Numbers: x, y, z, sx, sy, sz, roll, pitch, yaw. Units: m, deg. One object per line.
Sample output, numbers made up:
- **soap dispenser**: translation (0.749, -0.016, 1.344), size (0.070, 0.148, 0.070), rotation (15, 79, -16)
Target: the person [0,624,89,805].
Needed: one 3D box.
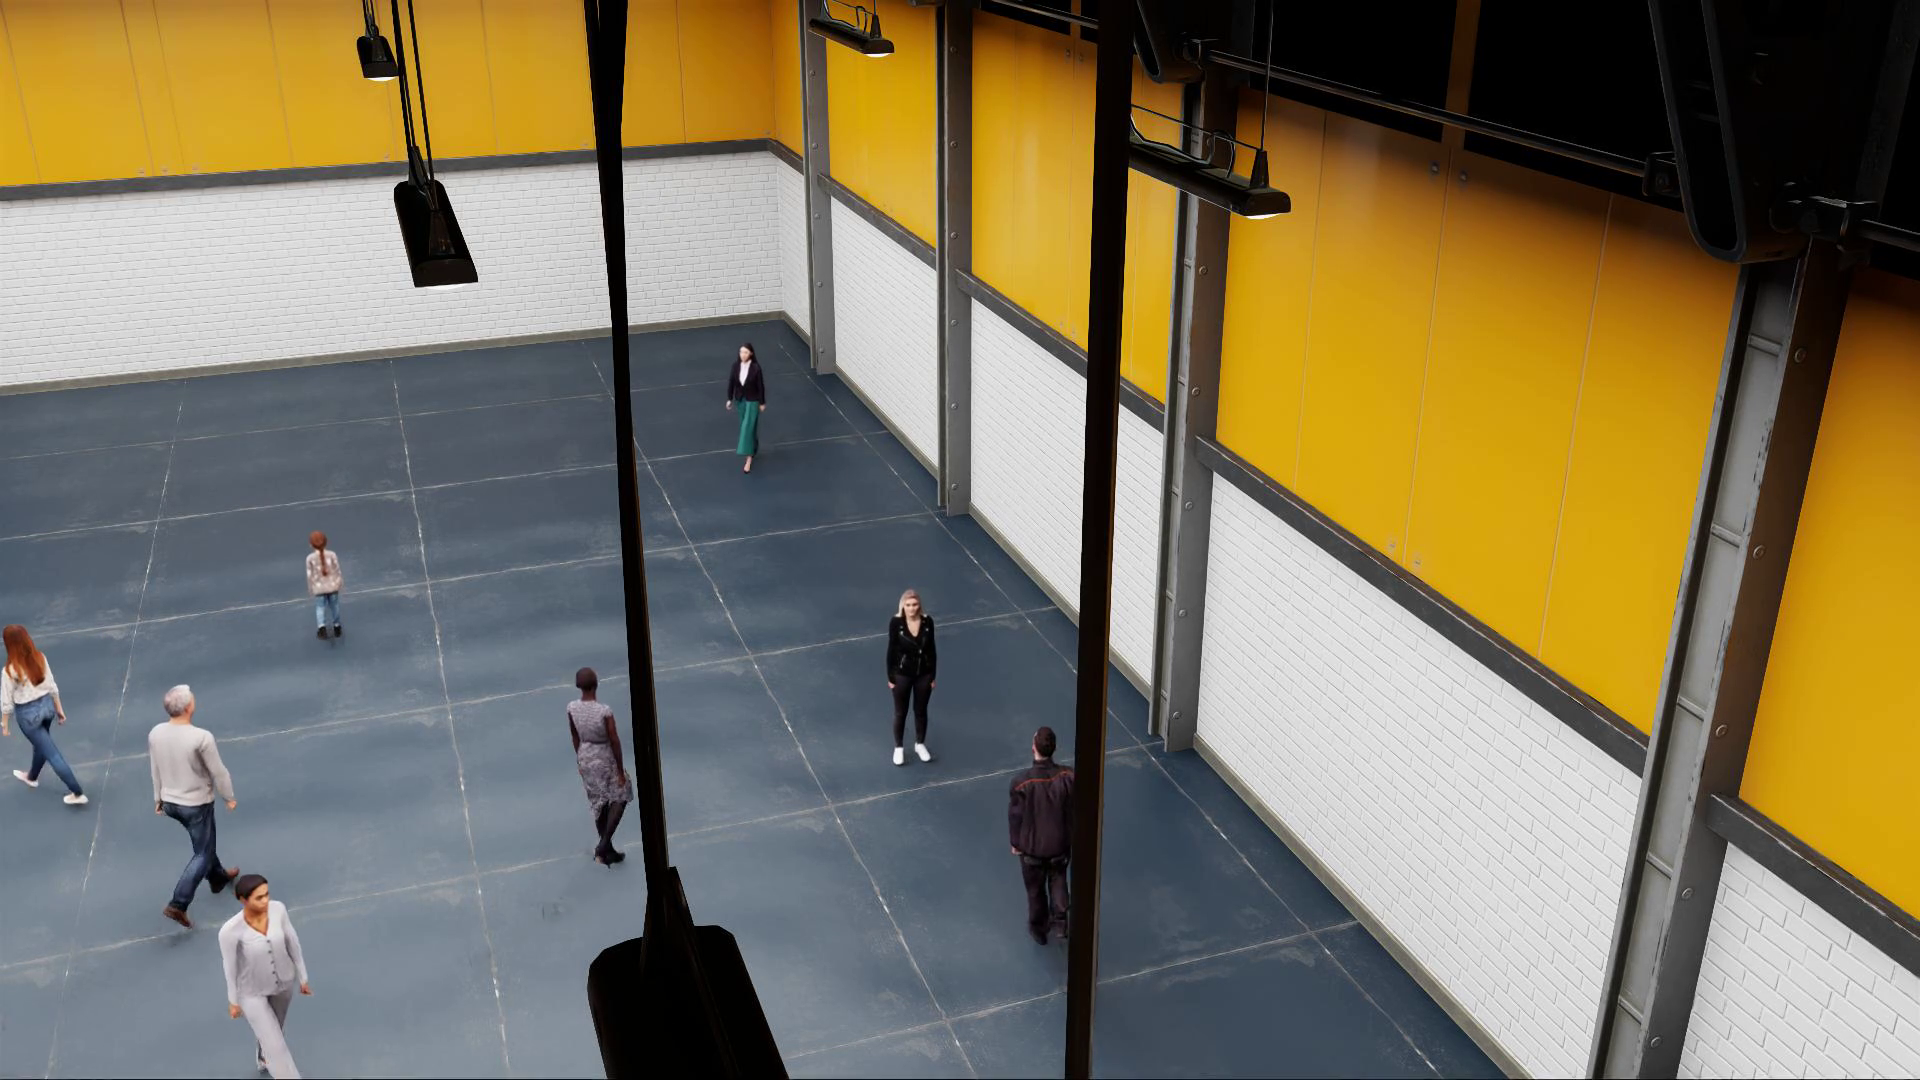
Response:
- **person**: translation (-7.834, 1.534, 14.223), size (1.136, 1.682, 1.108), rotation (9, 25, 20)

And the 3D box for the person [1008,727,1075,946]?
- **person**: translation (0.657, 2.256, 12.362), size (0.765, 1.849, 0.794), rotation (-5, 24, -11)

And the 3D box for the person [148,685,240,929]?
- **person**: translation (-5.962, 2.069, 12.761), size (1.168, 1.873, 1.300), rotation (7, 25, 16)

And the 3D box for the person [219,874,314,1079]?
- **person**: translation (-4.640, 2.931, 11.019), size (1.207, 1.688, 1.028), rotation (17, 29, 34)

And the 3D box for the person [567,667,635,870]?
- **person**: translation (-2.940, 1.891, 13.298), size (0.870, 1.769, 0.933), rotation (10, 26, 22)

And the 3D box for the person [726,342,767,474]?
- **person**: translation (-2.764, -1.775, 21.784), size (1.031, 1.689, 1.189), rotation (6, 24, 14)

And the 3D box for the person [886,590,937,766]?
- **person**: translation (-0.431, 1.214, 14.950), size (0.636, 1.686, 0.565), rotation (-5, 24, -12)

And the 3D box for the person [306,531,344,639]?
- **person**: translation (-6.583, 0.474, 17.257), size (0.491, 1.193, 0.499), rotation (-9, 25, -20)
